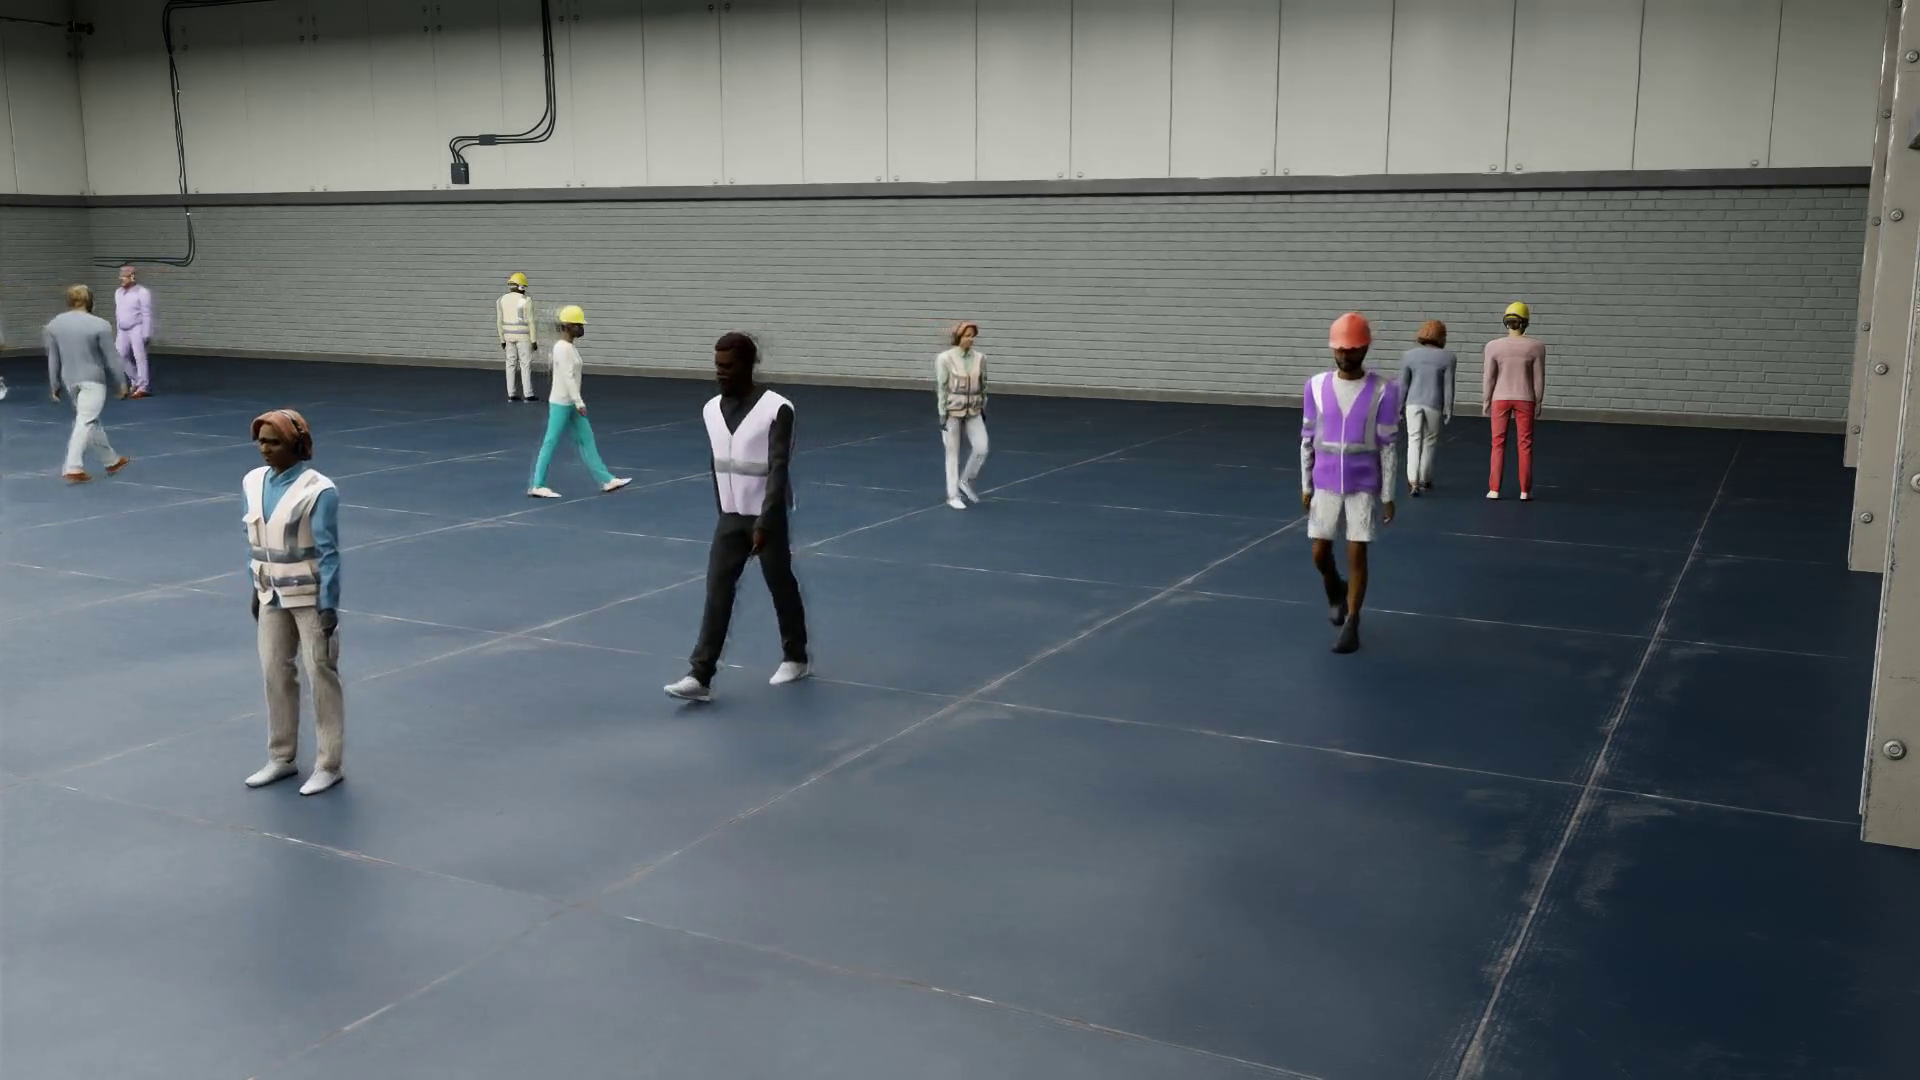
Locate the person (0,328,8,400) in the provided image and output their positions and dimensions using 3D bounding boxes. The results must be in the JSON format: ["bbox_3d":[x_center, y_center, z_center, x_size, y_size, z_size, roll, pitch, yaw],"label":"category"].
[{"bbox_3d":[-13.729,-2.789,23.376,0.511,1.728,0.354,4,11,21],"label":"person"}]

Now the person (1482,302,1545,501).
[{"bbox_3d":[4.906,-1.220,14.763,0.523,1.763,0.329,3,11,18],"label":"person"}]

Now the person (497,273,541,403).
[{"bbox_3d":[-6.207,-2.838,23.423,0.599,1.818,0.403,4,11,20],"label":"person"}]

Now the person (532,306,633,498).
[{"bbox_3d":[-3.445,-1.226,14.916,0.908,1.722,0.544,0,10,0],"label":"person"}]

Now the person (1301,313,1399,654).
[{"bbox_3d":[2.211,-0.328,9.442,0.558,1.923,0.599,5,11,25],"label":"person"}]

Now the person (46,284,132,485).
[{"bbox_3d":[-8.343,-1.504,15.976,0.655,1.881,1.035,2,11,10],"label":"person"}]

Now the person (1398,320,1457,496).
[{"bbox_3d":[4.233,-1.201,15.143,0.516,1.586,0.818,5,11,24],"label":"person"}]

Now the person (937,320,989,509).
[{"bbox_3d":[0.025,-1.068,14.310,0.530,1.630,0.366,-6,12,-29],"label":"person"}]

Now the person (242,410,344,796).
[{"bbox_3d":[-2.806,0.262,7.025,0.530,1.630,0.332,5,12,26],"label":"person"}]

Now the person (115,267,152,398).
[{"bbox_3d":[-12.008,-3.005,24.114,0.670,1.894,0.432,4,11,22],"label":"person"}]

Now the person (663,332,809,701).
[{"bbox_3d":[-1.102,-0.115,8.461,0.593,1.864,0.986,6,12,31],"label":"person"}]
